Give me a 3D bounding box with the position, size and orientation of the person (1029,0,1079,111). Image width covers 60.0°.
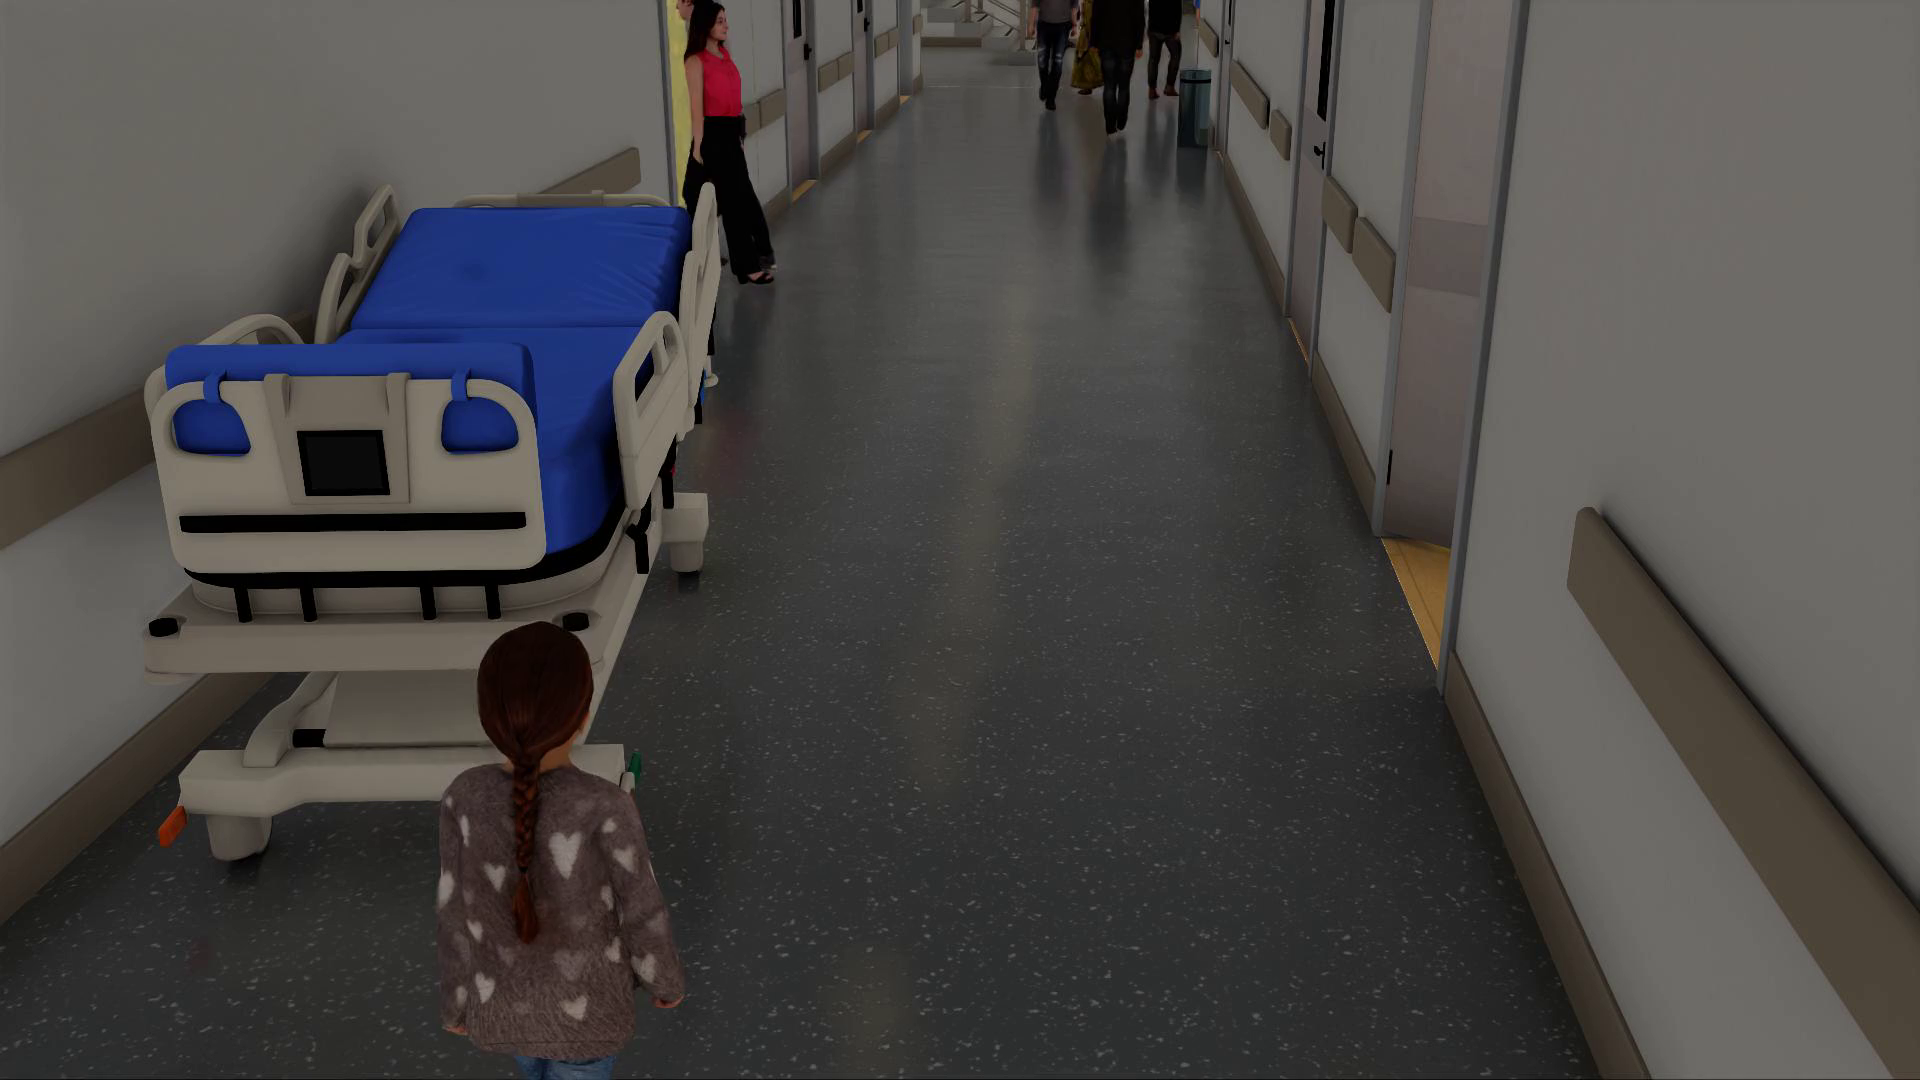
[{"bbox_3d":[1.073,-5.844,18.839,0.900,1.876,0.802,1,21,3],"label":"person"}]

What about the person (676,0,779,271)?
[{"bbox_3d":[-1.403,-2.494,10.162,0.948,1.757,0.624,-2,21,-5],"label":"person"}]

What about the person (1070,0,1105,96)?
[{"bbox_3d":[1.722,-6.259,20.274,1.153,1.637,1.084,-12,24,-30],"label":"person"}]

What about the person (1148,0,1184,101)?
[{"bbox_3d":[2.390,-6.103,19.764,0.809,1.706,0.879,12,24,29],"label":"person"}]

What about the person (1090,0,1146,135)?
[{"bbox_3d":[1.542,-4.878,16.450,1.065,1.762,0.808,3,21,9],"label":"person"}]

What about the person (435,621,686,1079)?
[{"bbox_3d":[-0.640,0.710,2.516,0.615,1.182,0.614,5,21,14],"label":"person"}]

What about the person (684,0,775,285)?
[{"bbox_3d":[-1.504,-2.356,9.972,1.080,1.635,0.740,7,22,17],"label":"person"}]
